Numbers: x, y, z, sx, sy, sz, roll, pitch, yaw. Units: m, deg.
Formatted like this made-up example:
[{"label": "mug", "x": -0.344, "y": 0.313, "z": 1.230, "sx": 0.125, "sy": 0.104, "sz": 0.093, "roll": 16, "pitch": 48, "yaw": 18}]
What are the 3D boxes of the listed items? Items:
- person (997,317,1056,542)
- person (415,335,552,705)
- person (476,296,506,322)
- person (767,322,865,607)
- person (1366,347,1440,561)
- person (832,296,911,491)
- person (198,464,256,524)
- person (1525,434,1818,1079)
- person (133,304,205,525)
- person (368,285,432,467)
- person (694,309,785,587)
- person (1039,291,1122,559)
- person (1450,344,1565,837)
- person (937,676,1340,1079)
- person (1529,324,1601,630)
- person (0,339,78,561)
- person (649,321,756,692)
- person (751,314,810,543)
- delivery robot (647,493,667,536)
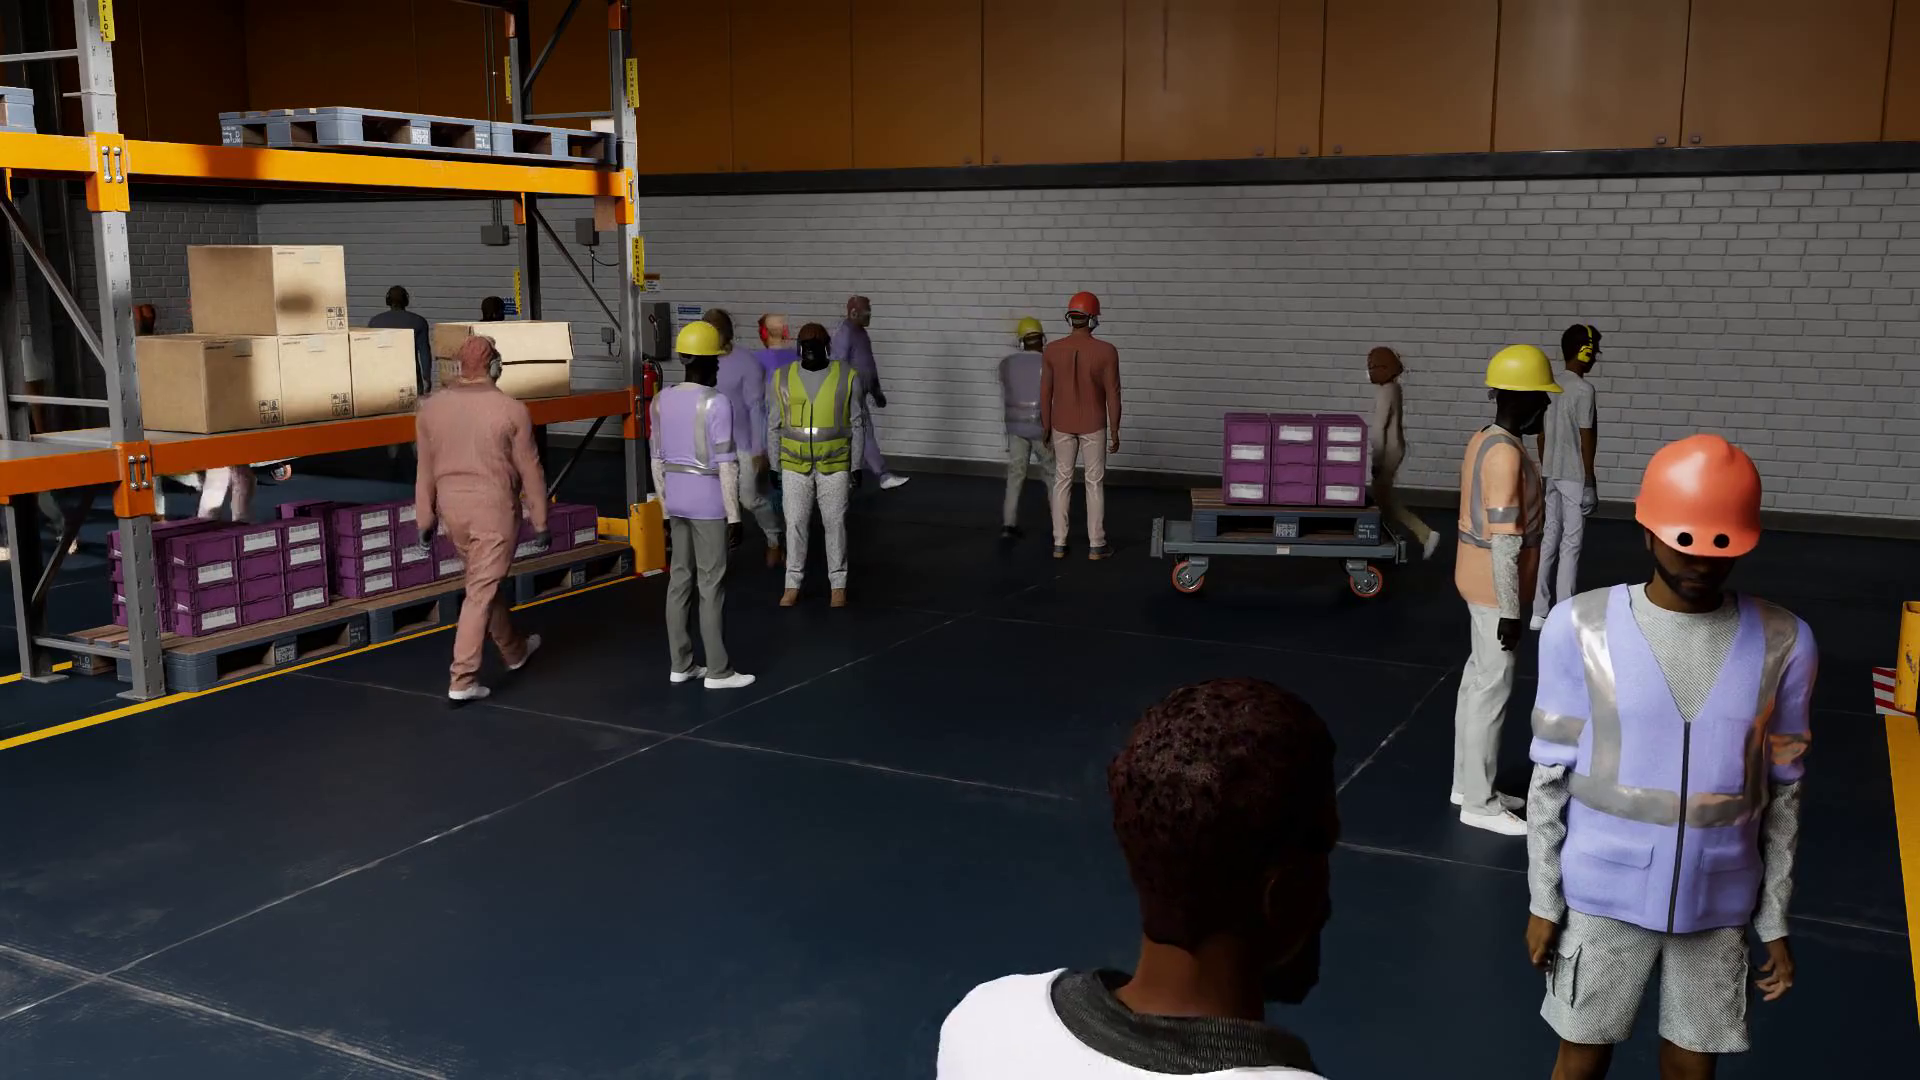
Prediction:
[{"label": "person", "x": 0.570, "y": -0.879, "z": 13.263, "sx": 0.585, "sy": 1.785, "sz": 0.899, "roll": 3, "pitch": 10, "yaw": 18}, {"label": "person", "x": -2.435, "y": -0.129, "z": 8.649, "sx": 0.669, "sy": 1.853, "sz": 1.011, "roll": 3, "pitch": 10, "yaw": 18}, {"label": "person", "x": -4.764, "y": -1.574, "z": 17.071, "sx": 0.634, "sy": 1.839, "sz": 0.429, "roll": 6, "pitch": 11, "yaw": 31}, {"label": "person", "x": -0.930, "y": -0.476, "z": 10.714, "sx": 0.636, "sy": 1.840, "sz": 0.429, "roll": 0, "pitch": 10, "yaw": 3}, {"label": "person", "x": 3.191, "y": -0.598, "z": 12.099, "sx": 0.613, "sy": 1.616, "sz": 0.522, "roll": 5, "pitch": 11, "yaw": 26}, {"label": "person", "x": -0.908, "y": -1.390, "z": 15.921, "sx": 0.968, "sy": 1.859, "sz": 0.665, "roll": 2, "pitch": 10, "yaw": 9}, {"label": "person", "x": -5.263, "y": -0.772, "z": 12.050, "sx": 0.749, "sy": 1.963, "sz": 0.652, "roll": -7, "pitch": 12, "yaw": -34}, {"label": "person", "x": 1.445, "y": 0.739, "z": 3.425, "sx": 0.543, "sy": 1.928, "sz": 0.370, "roll": 2, "pitch": 10, "yaw": 10}, {"label": "person", "x": -6.639, "y": -1.044, "z": 13.920, "sx": 0.655, "sy": 1.866, "sz": 0.585, "roll": -6, "pitch": 12, "yaw": -32}, {"label": "person", "x": -5.980, "y": -1.743, "z": 17.809, "sx": 0.643, "sy": 1.941, "sz": 0.469, "roll": -2, "pitch": 10, "yaw": -11}, {"label": "person", "x": -1.568, "y": -0.663, "z": 11.608, "sx": 0.639, "sy": 1.912, "sz": 0.895, "roll": 5, "pitch": 11, "yaw": 25}, {"label": "person", "x": 0.906, "y": -0.850, "z": 12.428, "sx": 0.624, "sy": 1.992, "sz": 0.390, "roll": 4, "pitch": 10, "yaw": 20}, {"label": "person", "x": 2.153, "y": 0.192, "z": 6.592, "sx": 0.366, "sy": 1.926, "sz": 0.594, "roll": 2, "pitch": 10, "yaw": 10}, {"label": "person", "x": 0.283, "y": 1.053, "z": 1.667, "sx": 0.660, "sy": 1.900, "sz": 0.620, "roll": -9, "pitch": 14, "yaw": -43}, {"label": "person", "x": 3.634, "y": -0.347, "z": 9.901, "sx": 0.329, "sy": 1.865, "sz": 0.510, "roll": -3, "pitch": 10, "yaw": -14}, {"label": "person", "x": -7.083, "y": -0.854, "z": 12.319, "sx": 0.735, "sy": 2.000, "sz": 0.698, "roll": 3, "pitch": 10, "yaw": 15}, {"label": "person", "x": -1.357, "y": -0.174, "z": 8.707, "sx": 0.584, "sy": 1.928, "sz": 0.374, "roll": 7, "pitch": 12, "yaw": 37}, {"label": "person", "x": -1.496, "y": -0.884, "z": 13.211, "sx": 0.606, "sy": 1.782, "sz": 0.961, "roll": -9, "pitch": 13, "yaw": -42}, {"label": "delivery robot", "x": -2.129, "y": -0.286, "z": 13.054, "sx": 0.477, "sy": 0.478, "sz": 0.707, "roll": 8, "pitch": 13, "yaw": 41}]
